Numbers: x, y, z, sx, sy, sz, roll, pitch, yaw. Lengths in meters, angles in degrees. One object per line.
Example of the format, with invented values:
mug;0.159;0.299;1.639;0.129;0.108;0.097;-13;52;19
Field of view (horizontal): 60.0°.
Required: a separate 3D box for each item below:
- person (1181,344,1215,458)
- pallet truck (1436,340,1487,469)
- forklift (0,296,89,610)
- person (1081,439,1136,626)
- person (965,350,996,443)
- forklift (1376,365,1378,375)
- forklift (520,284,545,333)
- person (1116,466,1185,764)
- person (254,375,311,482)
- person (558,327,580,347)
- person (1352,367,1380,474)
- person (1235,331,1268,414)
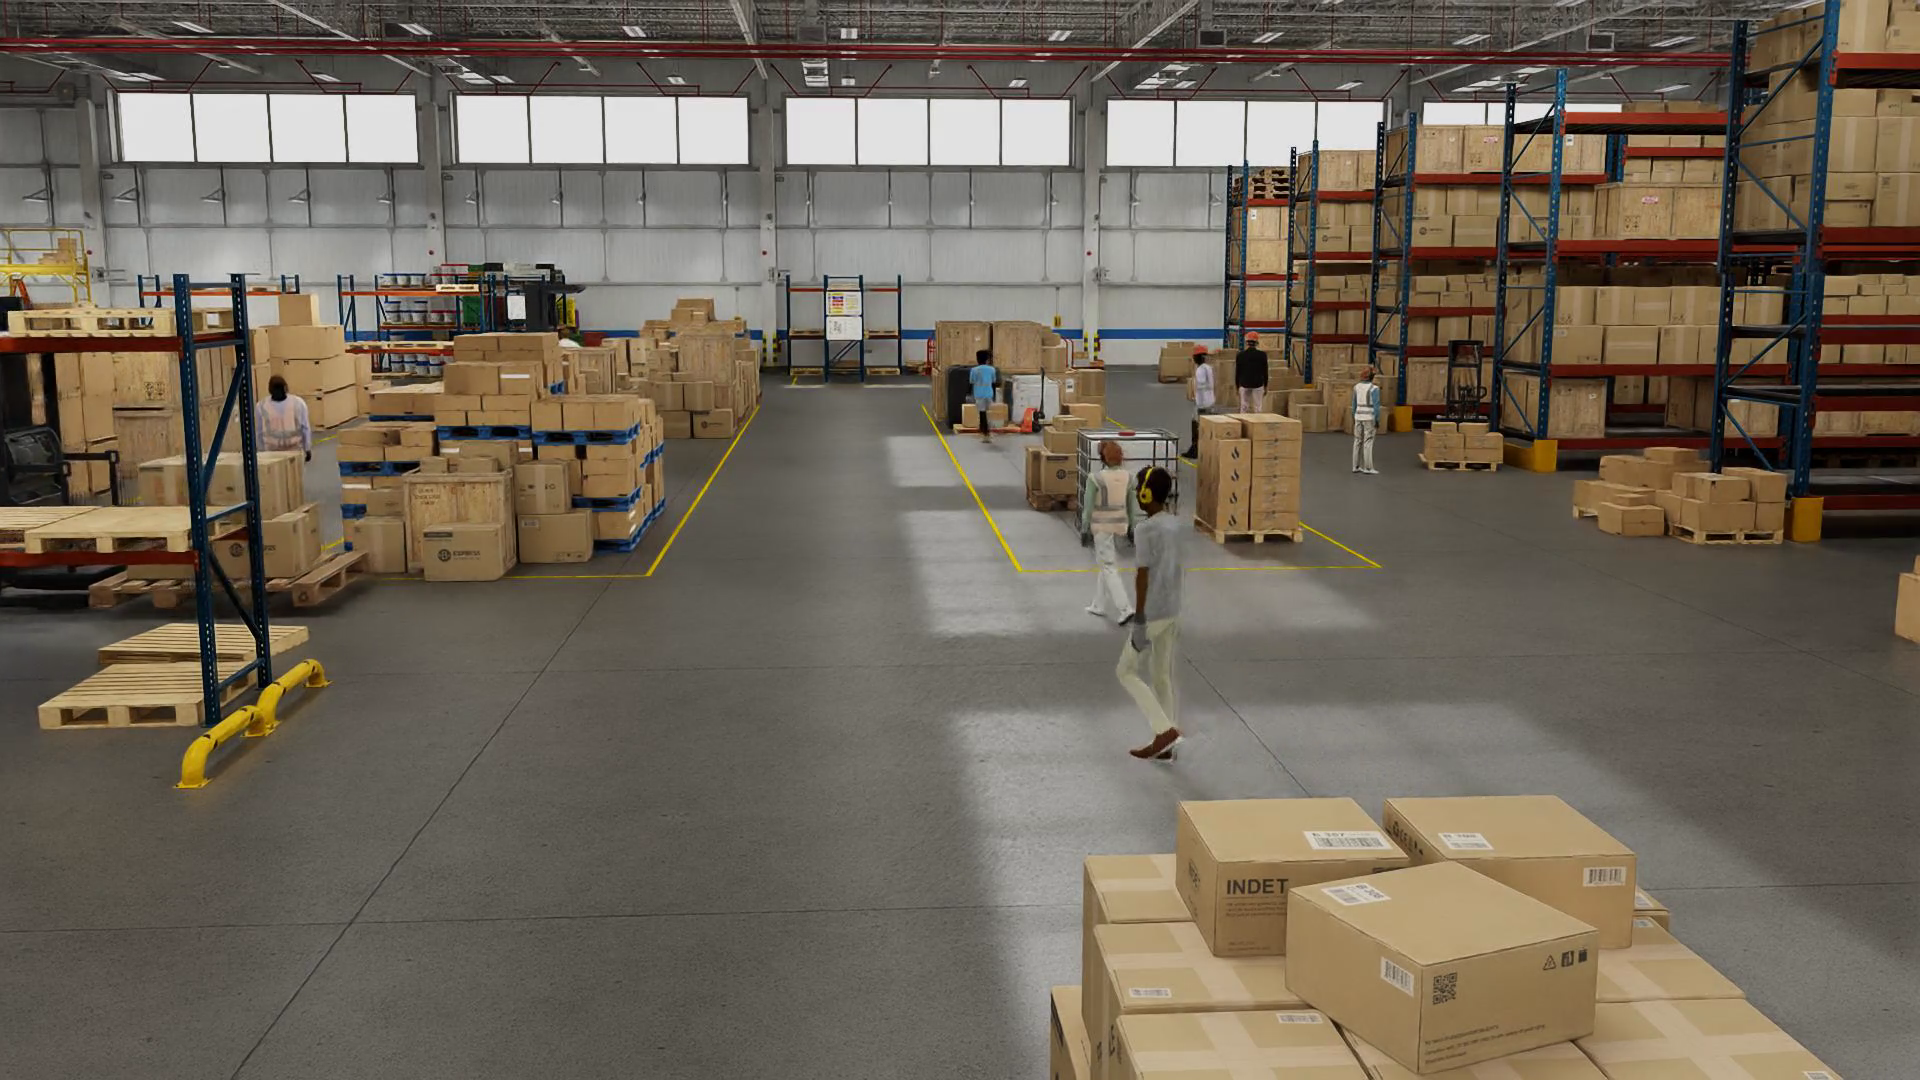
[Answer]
person;4.112;-2.275;27.417;0.832;1.901;0.586;5;10;26
pallet truck;8.004;-2.170;26.422;0.823;1.965;1.885;2;9;14
forklift;-8.812;-0.812;15.129;1.873;2.768;1.129;-1;9;-4
person;1.319;-0.076;14.494;0.522;1.604;0.816;-6;11;-31
person;0.348;-2.607;30.178;0.551;1.660;0.803;-7;11;-38
forklift;10.024;-4.111;35.845;1.873;2.768;1.129;-1;9;-4
forklift;-9.320;-4.225;36.561;1.873;2.768;1.129;-1;9;-4
person;1.187;0.474;10.276;0.390;1.845;0.562;8;12;39
person;-8.280;-1.118;20.352;0.632;1.826;0.657;-4;10;-25
person;-8.431;-3.596;35.578;0.646;1.924;0.659;0;9;3
person;6.190;-1.820;25.349;0.309;1.636;0.523;-5;11;-31
person;5.379;-2.849;30.685;0.611;1.996;0.378;2;9;14
